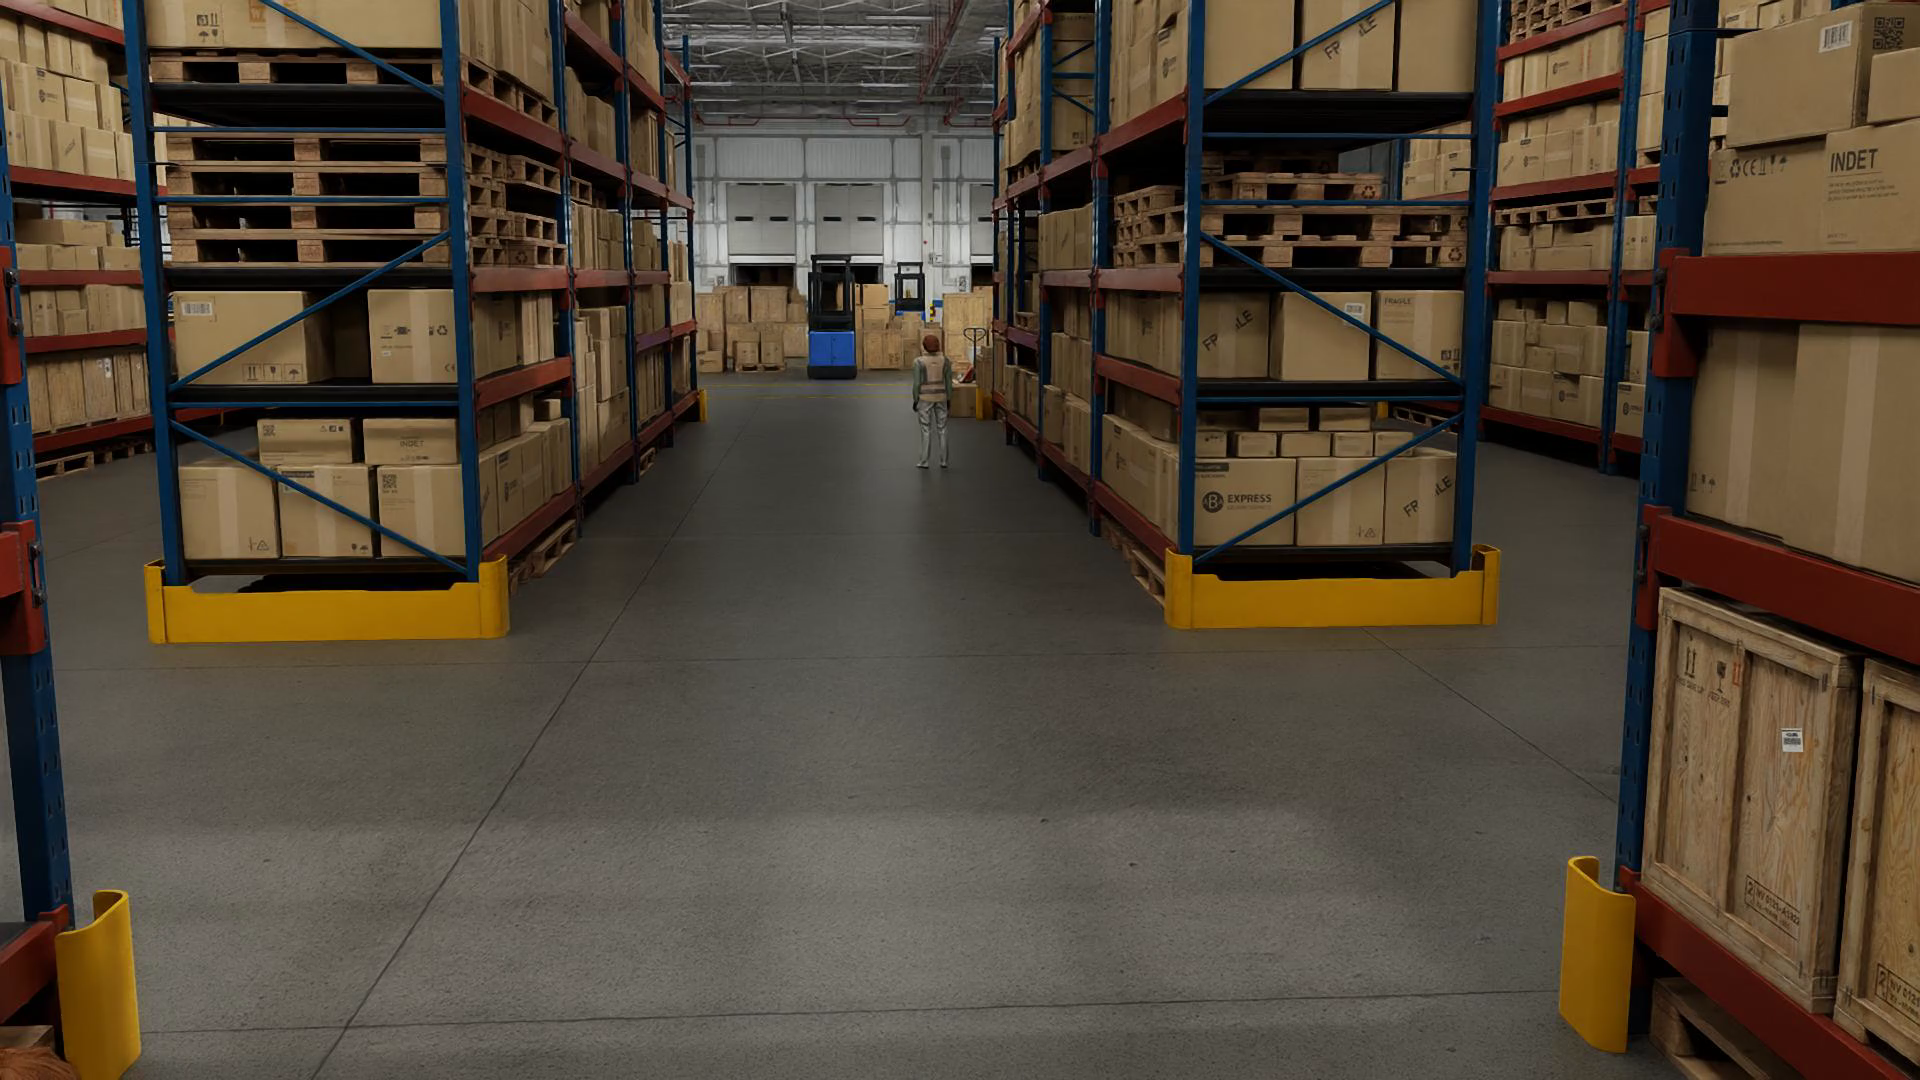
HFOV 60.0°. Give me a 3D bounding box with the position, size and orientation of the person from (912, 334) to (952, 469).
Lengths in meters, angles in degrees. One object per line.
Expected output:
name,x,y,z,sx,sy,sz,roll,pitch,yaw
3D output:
person,-0.335,-1.688,20.304,0.514,1.643,0.307,-3,10,-20

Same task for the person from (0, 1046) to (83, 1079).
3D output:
person,-0.885,1.284,1.669,0.271,1.632,0.503,-4,10,-24

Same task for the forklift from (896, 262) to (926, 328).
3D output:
forklift,-1.780,-8.547,59.499,1.129,2.768,1.873,-1,9,-4

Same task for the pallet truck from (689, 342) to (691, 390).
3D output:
pallet truck,-5.225,-3.008,27.480,1.885,1.965,0.823,2,9,14

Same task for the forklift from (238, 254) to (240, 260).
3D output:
forklift,-16.131,-5.031,37.422,1.129,2.768,1.873,-1,9,-4

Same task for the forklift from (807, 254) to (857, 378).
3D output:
forklift,-2.942,-5.145,38.138,1.129,2.768,1.873,-1,9,-4
